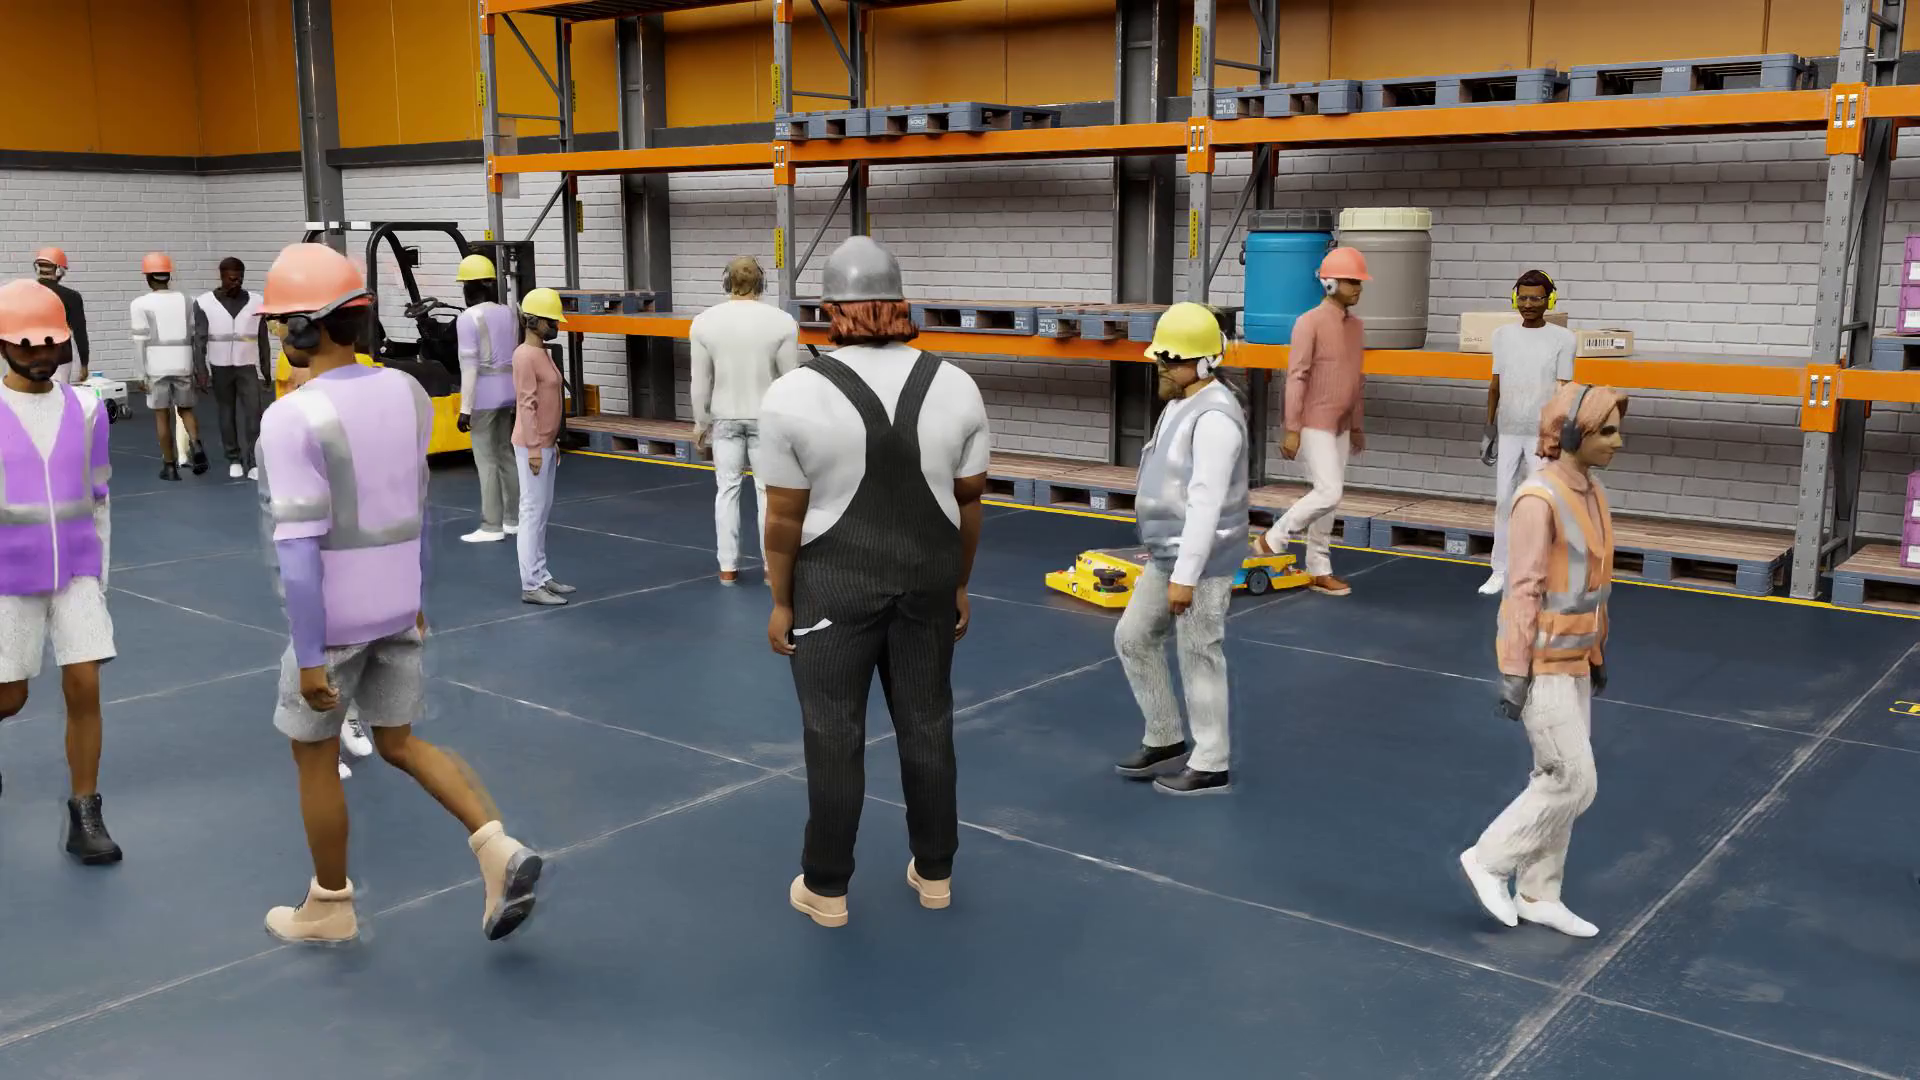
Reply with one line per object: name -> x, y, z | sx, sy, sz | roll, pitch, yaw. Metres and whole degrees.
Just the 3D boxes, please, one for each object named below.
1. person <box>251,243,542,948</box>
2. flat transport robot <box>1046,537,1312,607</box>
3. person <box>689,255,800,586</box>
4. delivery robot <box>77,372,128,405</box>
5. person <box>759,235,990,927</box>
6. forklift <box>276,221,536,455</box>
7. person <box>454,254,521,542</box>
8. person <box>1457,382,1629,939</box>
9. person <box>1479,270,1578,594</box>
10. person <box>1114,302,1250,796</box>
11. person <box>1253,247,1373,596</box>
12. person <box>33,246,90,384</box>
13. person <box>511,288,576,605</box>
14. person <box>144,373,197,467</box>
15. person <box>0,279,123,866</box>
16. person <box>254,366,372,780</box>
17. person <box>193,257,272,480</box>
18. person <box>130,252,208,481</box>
person -> -1.621, 0.194, 4.614 | 0.788, 2.020, 0.613 | 4, 11, 23
flat transport robot -> 1.275, 0.169, 9.598 | 1.431, 0.197, 0.652 | -5, 11, -26
person -> -1.243, -0.685, 9.732 | 0.655, 1.933, 0.367 | 0, 10, -1
delivery robot -> -9.598, -1.633, 18.540 | 0.477, 0.478, 0.707 | 0, 10, -2
person -> -0.285, 0.121, 4.961 | 0.684, 2.000, 0.538 | -4, 11, -22
forklift -> -4.922, -1.741, 14.854 | 1.214, 2.155, 2.313 | 8, 13, 38
person -> -3.184, -0.943, 11.171 | 0.382, 1.923, 0.594 | 3, 11, 18
person -> 1.715, 0.360, 4.752 | 0.369, 1.622, 0.534 | 8, 13, 38
person -> 3.195, -0.590, 9.411 | 0.509, 1.860, 0.333 | 8, 13, 39
person -> 0.762, 0.052, 5.983 | 0.539, 1.806, 0.607 | -1, 10, -6
person -> 2.060, -0.658, 9.430 | 0.536, 1.979, 0.630 | 9, 13, 40
person -> -7.984, -1.589, 14.646 | 0.631, 1.960, 0.654 | -1, 10, -5
person -> -2.334, -0.522, 9.310 | 0.325, 1.760, 0.523 | -1, 10, -3
person -> -7.106, -1.460, 14.979 | 0.491, 1.591, 0.858 | -4, 11, -22
person -> -3.089, 0.093, 5.499 | 0.818, 1.907, 0.556 | 8, 13, 38
person -> -2.366, 0.101, 6.237 | 0.335, 1.619, 0.497 | 9, 14, 41
person -> -6.107, -1.432, 14.030 | 0.624, 1.871, 0.834 | -7, 12, -32
person -> -6.608, -1.437, 13.907 | 0.559, 1.927, 0.524 | -10, 14, -44
